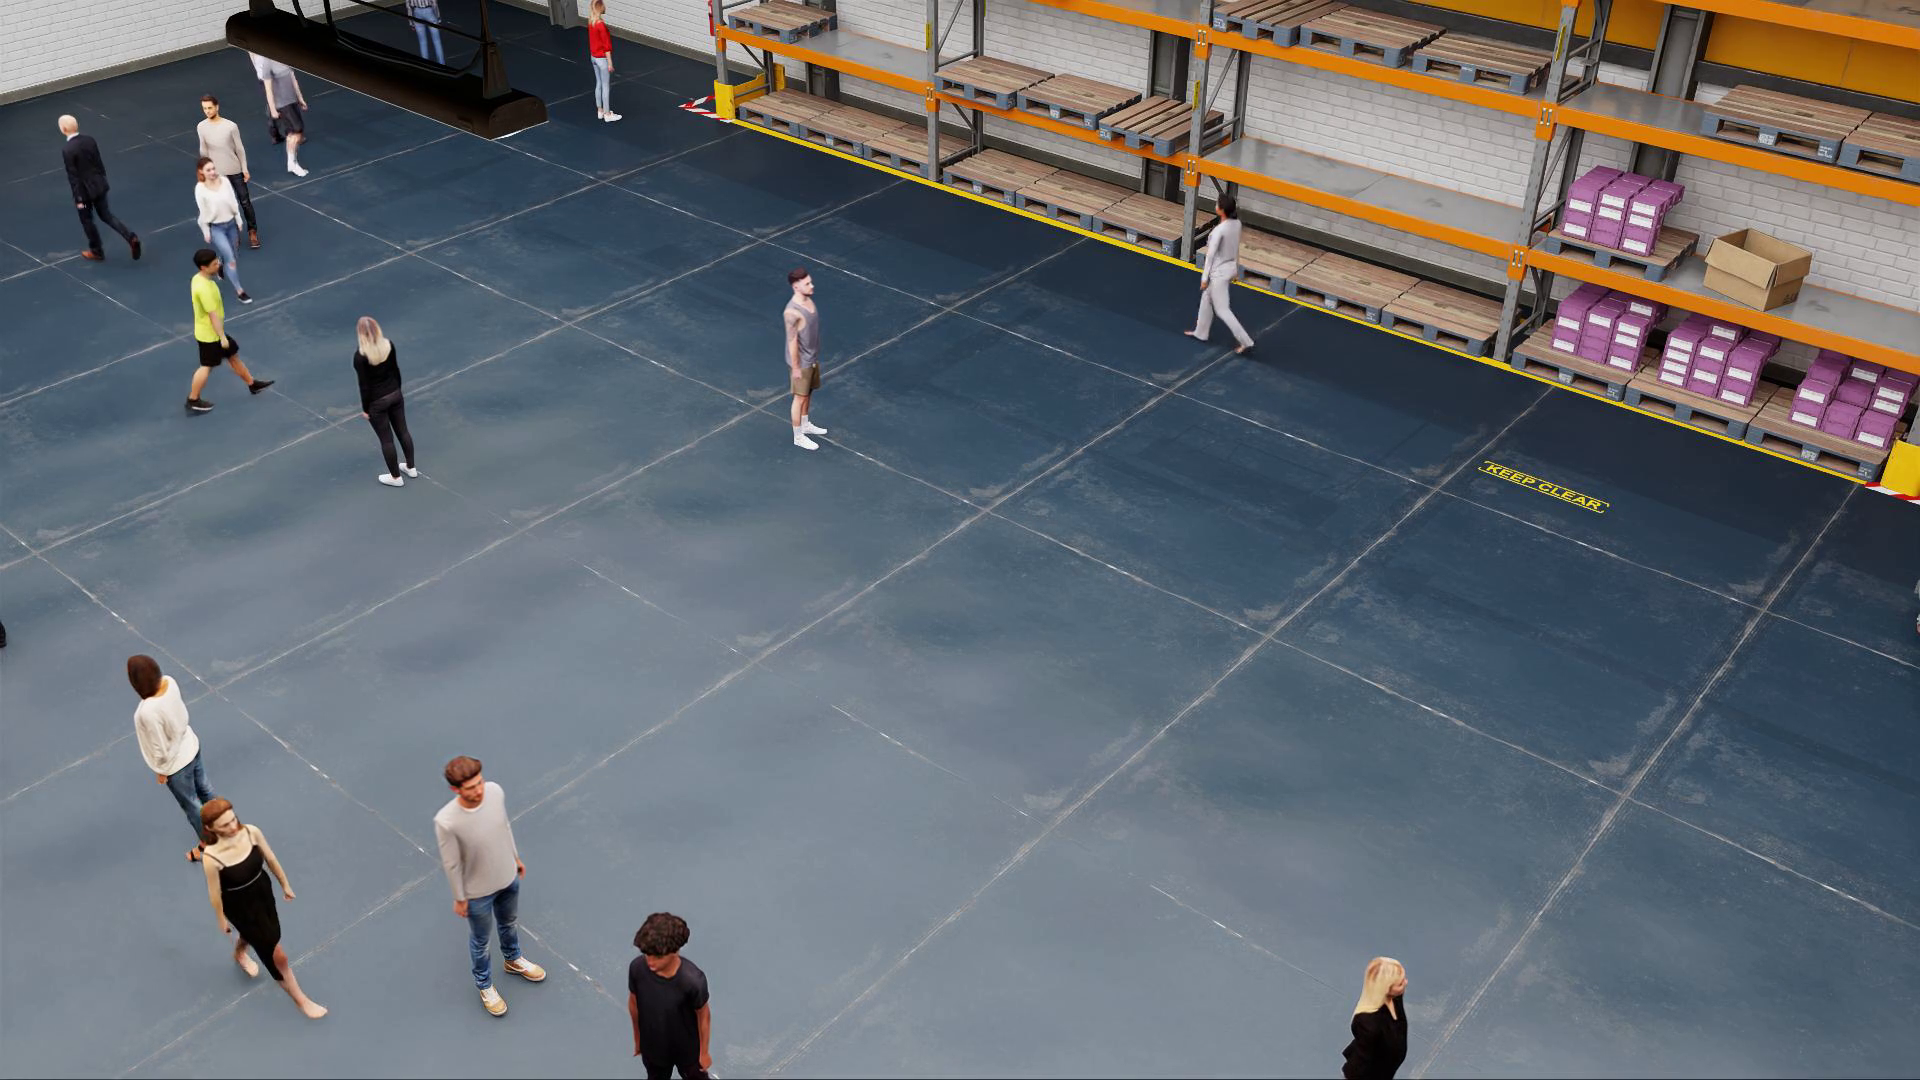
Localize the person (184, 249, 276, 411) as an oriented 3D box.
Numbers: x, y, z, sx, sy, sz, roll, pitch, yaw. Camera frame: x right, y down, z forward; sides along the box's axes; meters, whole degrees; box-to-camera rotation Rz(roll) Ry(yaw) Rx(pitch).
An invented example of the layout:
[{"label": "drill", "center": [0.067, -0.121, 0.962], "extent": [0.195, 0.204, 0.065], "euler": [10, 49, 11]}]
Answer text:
[{"label": "person", "center": [-7.511, -2.044, 16.461], "extent": [1.037, 1.661, 1.161], "euler": [-17, 37, -24]}]

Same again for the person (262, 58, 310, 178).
[{"label": "person", "center": [-8.934, -5.718, 21.807], "extent": [0.834, 1.860, 0.790], "euler": [7, 34, 11]}]

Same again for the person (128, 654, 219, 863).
[{"label": "person", "center": [-5.268, 1.443, 11.197], "extent": [0.751, 1.680, 0.697], "euler": [-2, 34, -3]}]

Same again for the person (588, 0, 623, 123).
[{"label": "person", "center": [-5.090, -6.817, 23.603], "extent": [0.718, 1.702, 0.512], "euler": [-25, 41, -32]}]

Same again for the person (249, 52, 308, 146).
[{"label": "person", "center": [-9.414, -6.316, 22.733], "extent": [0.613, 1.831, 0.790], "euler": [14, 36, 20]}]

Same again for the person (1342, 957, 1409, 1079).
[{"label": "person", "center": [2.164, 2.887, 8.877], "extent": [0.596, 1.842, 0.650], "euler": [17, 37, 24]}]

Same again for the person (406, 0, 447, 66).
[{"label": "person", "center": [-8.033, -7.805, 25.004], "extent": [0.694, 1.796, 0.735], "euler": [-5, 34, -8]}]

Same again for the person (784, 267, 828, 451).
[{"label": "person", "center": [-1.499, -1.762, 15.933], "extent": [0.716, 1.844, 0.714], "euler": [8, 34, 11]}]

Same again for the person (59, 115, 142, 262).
[{"label": "person", "center": [-10.082, -4.065, 19.393], "extent": [1.195, 1.779, 0.942], "euler": [11, 35, 16]}]

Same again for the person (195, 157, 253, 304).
[{"label": "person", "center": [-8.312, -3.494, 18.632], "extent": [0.974, 1.670, 0.612], "euler": [26, 41, 33]}]

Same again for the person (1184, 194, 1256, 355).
[{"label": "person", "center": [2.832, -2.769, 17.511], "extent": [1.101, 1.704, 0.644], "euler": [23, 40, 30]}]

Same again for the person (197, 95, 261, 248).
[{"label": "person", "center": [-8.726, -4.394, 19.808], "extent": [0.744, 1.868, 0.784], "euler": [-6, 34, -8]}]

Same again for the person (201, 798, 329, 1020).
[{"label": "person", "center": [-4.391, 2.188, 10.165], "extent": [1.132, 1.581, 0.727], "euler": [17, 37, 23]}]

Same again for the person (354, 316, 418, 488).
[{"label": "person", "center": [-5.286, -1.276, 15.281], "extent": [0.560, 1.686, 0.628], "euler": [20, 39, 27]}]

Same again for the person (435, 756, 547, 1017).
[{"label": "person", "center": [-2.877, 2.044, 10.092], "extent": [0.582, 1.902, 0.687], "euler": [21, 39, 28]}]

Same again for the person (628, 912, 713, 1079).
[{"label": "person", "center": [-1.582, 2.729, 9.167], "extent": [0.662, 1.784, 0.768], "euler": [8, 34, 11]}]
